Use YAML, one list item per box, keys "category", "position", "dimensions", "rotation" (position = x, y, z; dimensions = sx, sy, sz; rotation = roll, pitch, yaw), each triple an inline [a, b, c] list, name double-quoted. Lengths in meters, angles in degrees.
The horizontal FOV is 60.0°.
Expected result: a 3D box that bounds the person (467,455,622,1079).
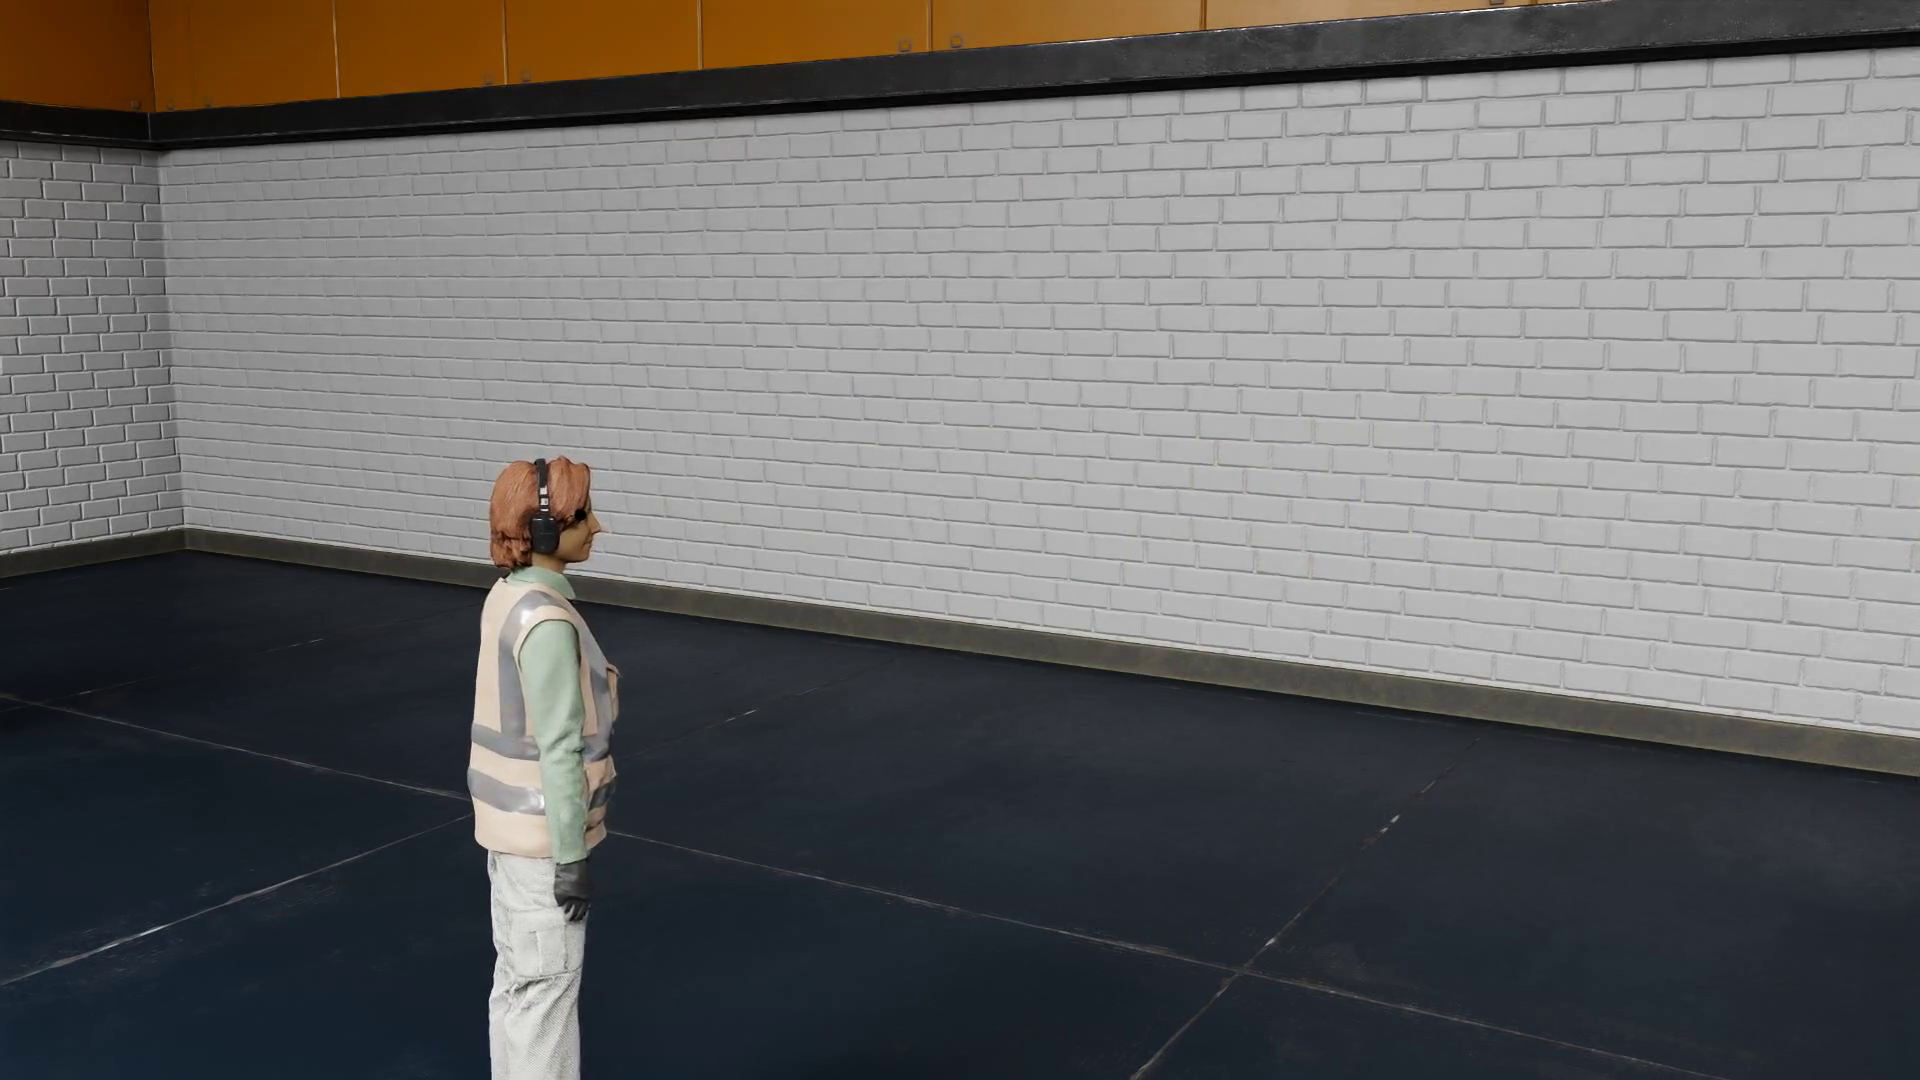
- category: "person"
  position: [-0.890, 0.638, 3.585]
  dimensions: [0.315, 1.641, 0.515]
  rotation: [-4, 10, -24]
